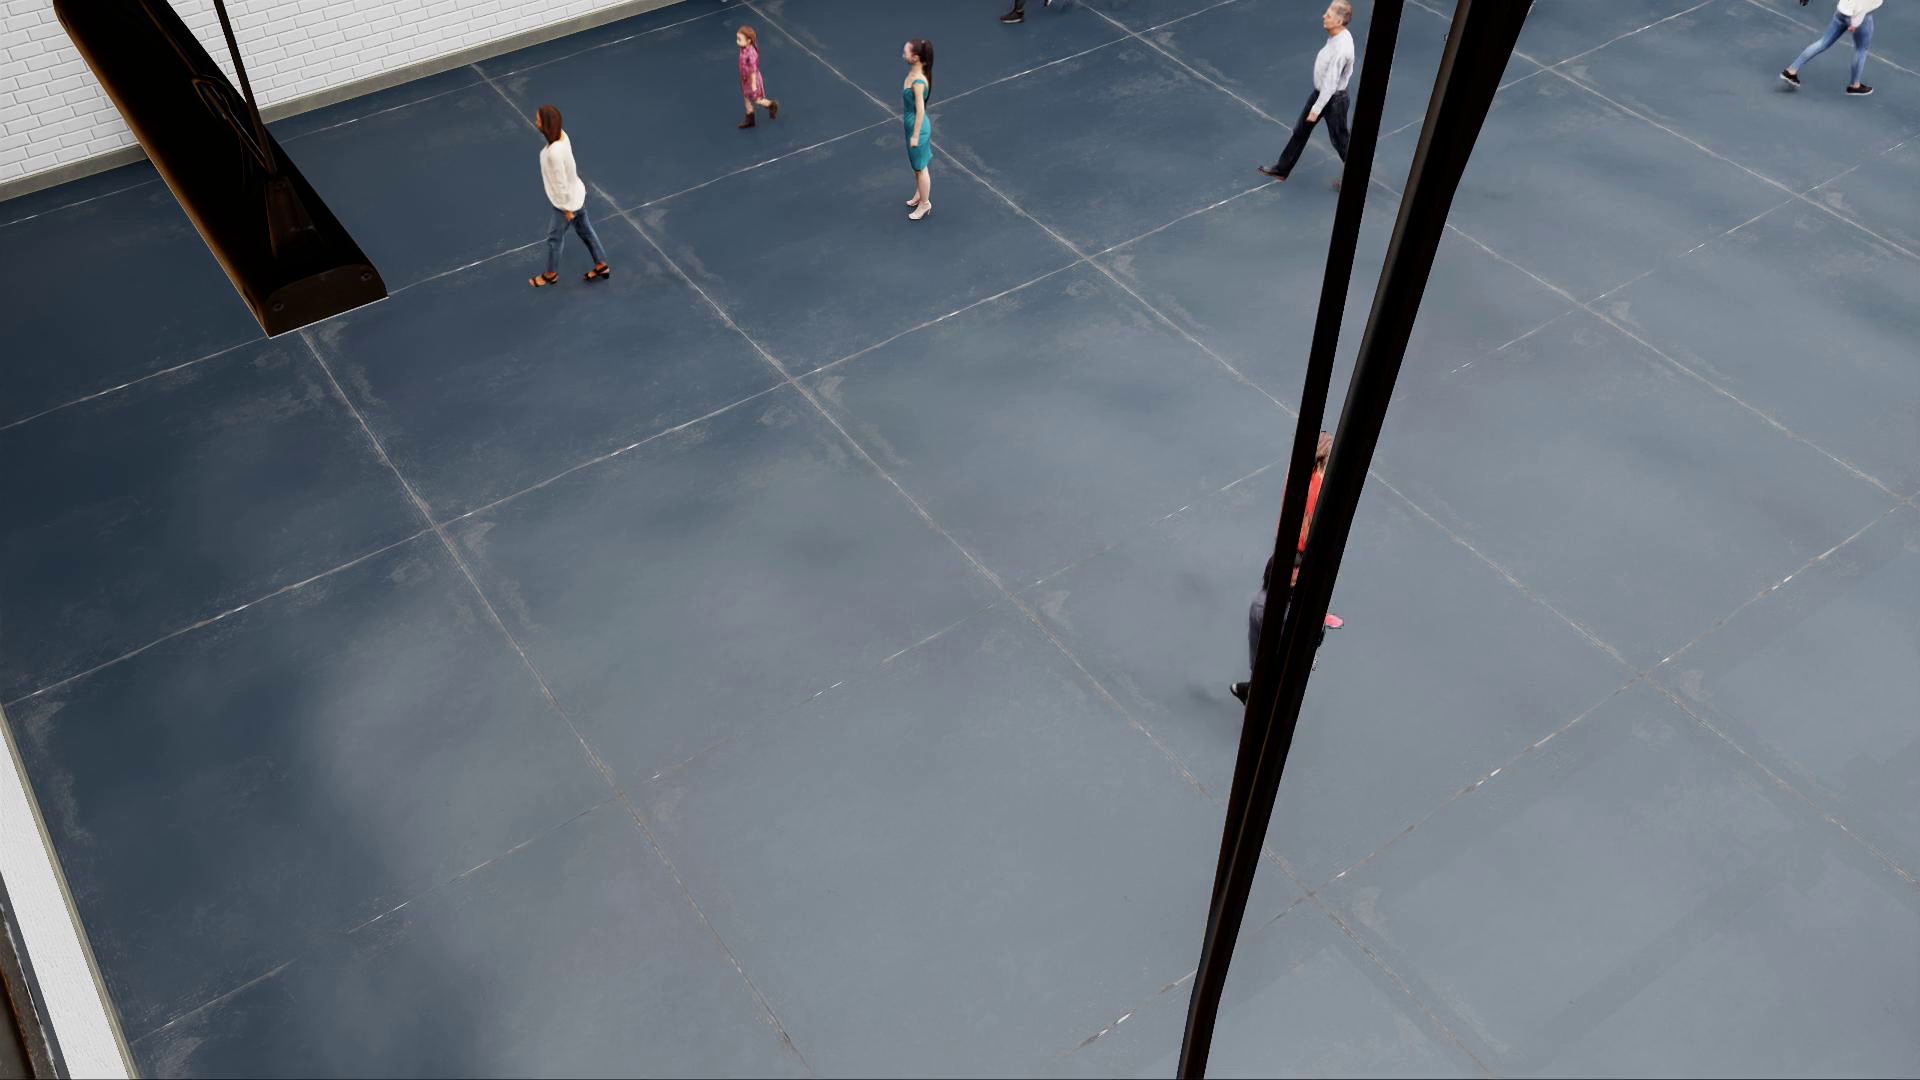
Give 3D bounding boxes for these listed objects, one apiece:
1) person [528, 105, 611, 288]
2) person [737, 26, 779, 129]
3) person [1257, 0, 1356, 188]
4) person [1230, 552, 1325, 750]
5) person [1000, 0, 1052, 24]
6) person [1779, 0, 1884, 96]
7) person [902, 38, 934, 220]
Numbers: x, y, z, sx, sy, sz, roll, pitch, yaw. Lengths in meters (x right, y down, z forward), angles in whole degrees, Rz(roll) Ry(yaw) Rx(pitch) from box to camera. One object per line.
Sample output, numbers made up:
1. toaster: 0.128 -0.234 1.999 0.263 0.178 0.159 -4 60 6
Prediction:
1. person: -3.155 -2.823 13.730 1.022 1.660 0.897 -4 44 -4
2. person: -1.958 -4.416 15.871 0.635 1.011 0.430 -24 49 -23
3. person: 3.371 -3.895 14.772 1.287 1.774 1.099 0 44 0
4. person: 1.889 0.638 10.151 0.862 1.584 0.814 26 49 24
5. person: 0.740 -6.230 17.272 0.995 1.706 0.824 -10 45 -11
6. person: 8.573 -5.086 16.109 1.199 1.655 1.034 0 44 0
7. person: -0.373 -3.592 14.514 0.630 1.691 0.622 -4 44 -4
